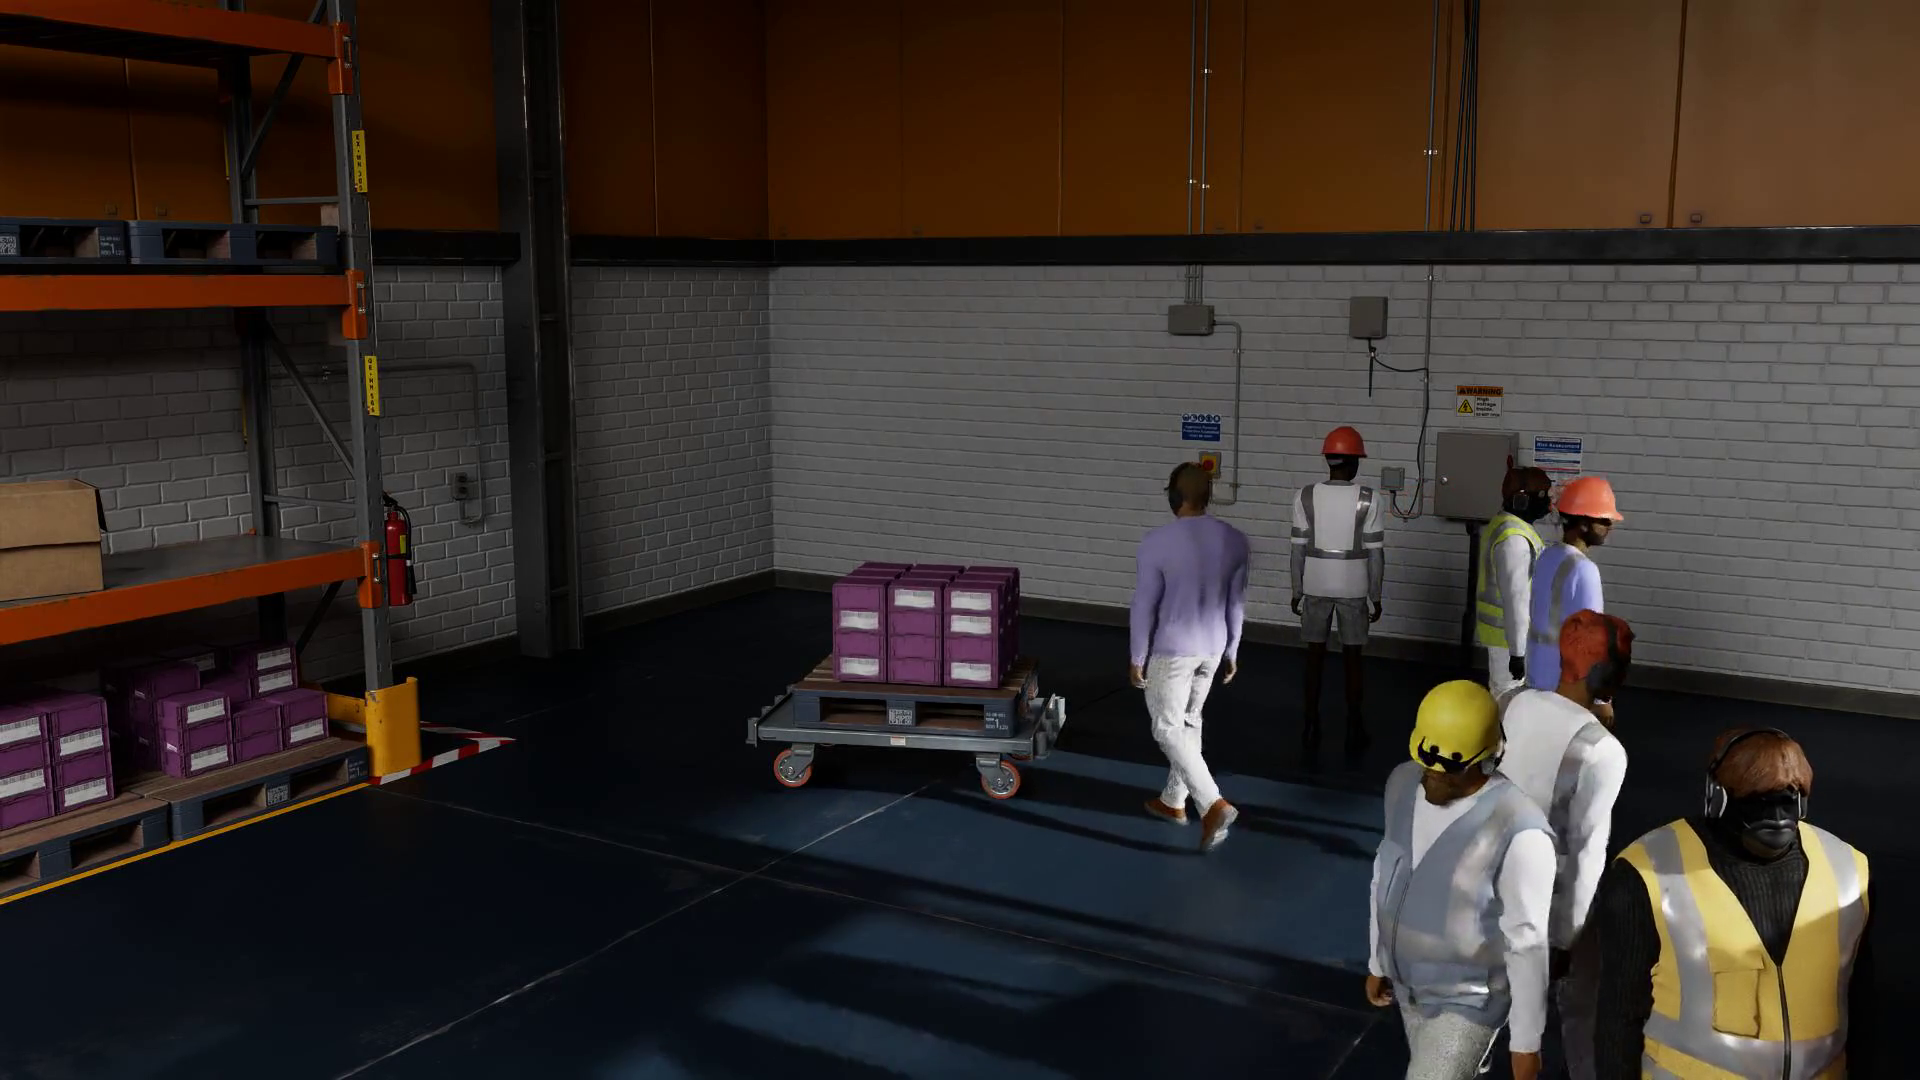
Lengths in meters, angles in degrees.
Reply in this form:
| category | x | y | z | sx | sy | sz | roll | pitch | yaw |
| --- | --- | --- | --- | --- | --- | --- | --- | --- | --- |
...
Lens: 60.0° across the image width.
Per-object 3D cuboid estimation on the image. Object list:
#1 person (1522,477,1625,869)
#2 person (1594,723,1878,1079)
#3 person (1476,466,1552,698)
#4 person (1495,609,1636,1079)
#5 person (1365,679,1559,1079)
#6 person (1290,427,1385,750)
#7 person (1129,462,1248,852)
| category | x | y | z | sx | sy | sz | roll | pitch | yaw |
| --- | --- | --- | --- | --- | --- | --- | --- | --- | --- |
| person | 2.751 | 0.647 | 7.808 | 0.821 | 1.917 | 0.536 | 0 | 9 | 3 |
| person | 1.788 | 1.317 | 3.853 | 0.620 | 1.836 | 0.429 | 0 | 9 | 0 |
| person | 2.933 | 0.527 | 8.753 | 0.429 | 1.842 | 0.635 | 2 | 9 | 14 |
| person | 1.809 | 1.107 | 5.202 | 1.034 | 1.831 | 0.586 | -5 | 11 | -30 |
| person | 1.424 | 1.223 | 4.651 | 0.860 | 1.778 | 0.618 | -4 | 10 | -24 |
| person | 2.260 | 0.286 | 9.971 | 0.552 | 1.930 | 0.373 | 3 | 10 | 21 |
| person | 1.158 | 0.566 | 8.290 | 0.645 | 1.916 | 0.862 | -5 | 10 | -28 |
